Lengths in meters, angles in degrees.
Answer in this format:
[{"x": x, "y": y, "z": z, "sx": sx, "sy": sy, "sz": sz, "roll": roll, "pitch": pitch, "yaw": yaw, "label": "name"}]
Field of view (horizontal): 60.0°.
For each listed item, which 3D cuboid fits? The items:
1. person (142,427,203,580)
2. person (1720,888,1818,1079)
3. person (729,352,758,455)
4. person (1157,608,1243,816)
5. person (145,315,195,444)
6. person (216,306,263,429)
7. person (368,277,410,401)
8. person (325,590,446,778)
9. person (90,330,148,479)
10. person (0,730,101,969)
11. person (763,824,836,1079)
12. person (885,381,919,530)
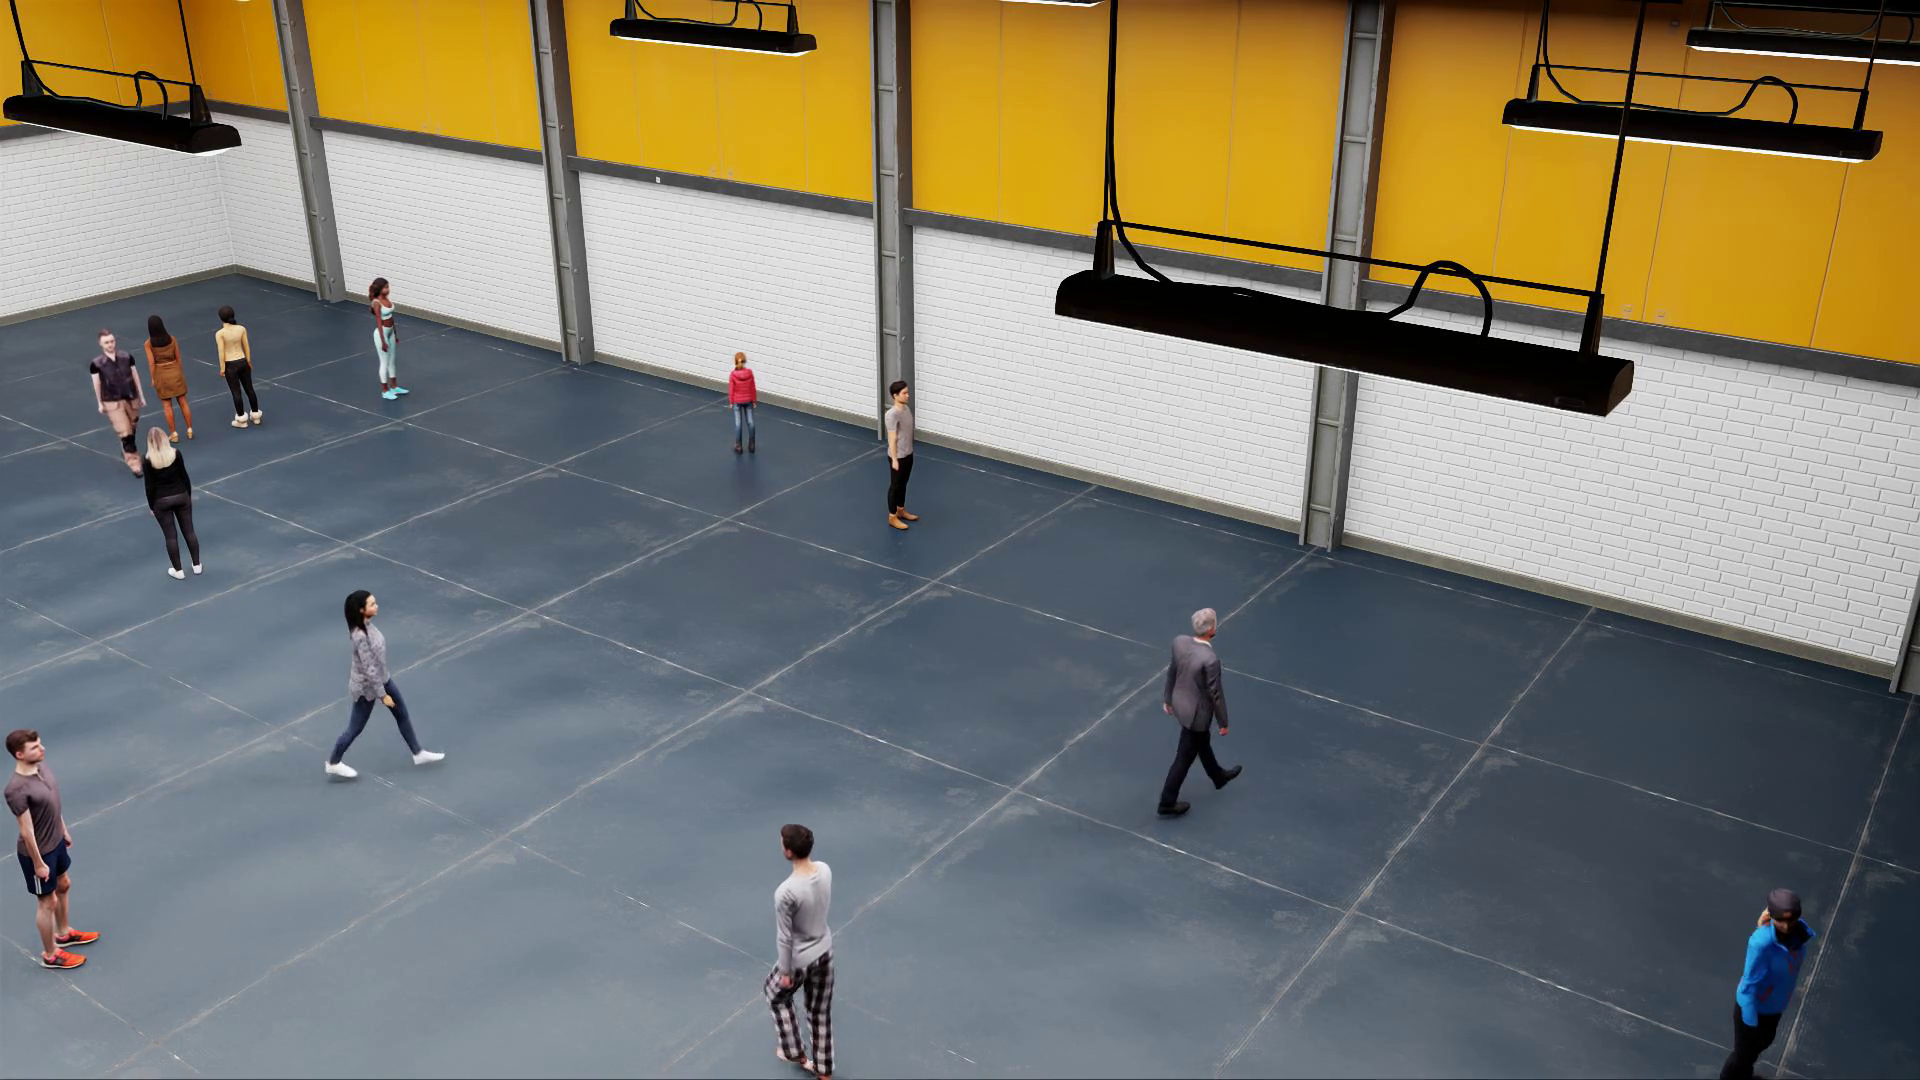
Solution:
[{"x": -8.400, "y": -0.400, "z": 17.715, "sx": 0.663, "sy": 1.686, "sz": 0.625, "roll": -18, "pitch": 29, "yaw": -35, "label": "person"}, {"x": 4.933, "y": 2.815, "z": 10.237, "sx": 0.880, "sy": 1.784, "sz": 0.796, "roll": -19, "pitch": 30, "yaw": -37, "label": "person"}, {"x": -2.777, "y": -1.763, "z": 21.297, "sx": 0.580, "sy": 1.314, "sz": 0.621, "roll": -8, "pitch": 25, "yaw": -18, "label": "person"}, {"x": 1.827, "y": 1.411, "z": 13.420, "sx": 1.162, "sy": 1.809, "sz": 1.213, "roll": -11, "pitch": 26, "yaw": -23, "label": "person"}, {"x": -10.275, "y": -2.094, "z": 21.591, "sx": 0.603, "sy": 1.685, "sz": 0.571, "roll": -20, "pitch": 31, "yaw": -38, "label": "person"}, {"x": -9.627, "y": -2.319, "z": 22.139, "sx": 0.581, "sy": 1.659, "sz": 0.611, "roll": 19, "pitch": 30, "yaw": 37, "label": "person"}, {"x": -8.024, "y": -2.827, "z": 23.219, "sx": 0.655, "sy": 1.724, "sz": 0.643, "roll": 4, "pitch": 24, "yaw": 9, "label": "person"}, {"x": -5.027, "y": 1.254, "z": 13.930, "sx": 1.221, "sy": 1.687, "sz": 1.126, "roll": -3, "pitch": 24, "yaw": -7, "label": "person"}, {"x": -10.417, "y": -1.725, "z": 20.603, "sx": 1.215, "sy": 1.800, "sz": 0.801, "roll": 21, "pitch": 31, "yaw": 39, "label": "person"}, {"x": -6.445, "y": 2.150, "z": 11.678, "sx": 0.759, "sy": 1.848, "sz": 0.715, "roll": -2, "pitch": 24, "yaw": -6, "label": "person"}, {"x": -0.913, "y": 2.660, "z": 10.536, "sx": 0.768, "sy": 1.829, "sz": 0.686, "roll": 21, "pitch": 31, "yaw": 39, "label": "person"}, {"x": -0.687, "y": -1.004, "z": 19.049, "sx": 0.587, "sy": 1.724, "sz": 0.644, "roll": 10, "pitch": 26, "yaw": 22, "label": "person"}]
